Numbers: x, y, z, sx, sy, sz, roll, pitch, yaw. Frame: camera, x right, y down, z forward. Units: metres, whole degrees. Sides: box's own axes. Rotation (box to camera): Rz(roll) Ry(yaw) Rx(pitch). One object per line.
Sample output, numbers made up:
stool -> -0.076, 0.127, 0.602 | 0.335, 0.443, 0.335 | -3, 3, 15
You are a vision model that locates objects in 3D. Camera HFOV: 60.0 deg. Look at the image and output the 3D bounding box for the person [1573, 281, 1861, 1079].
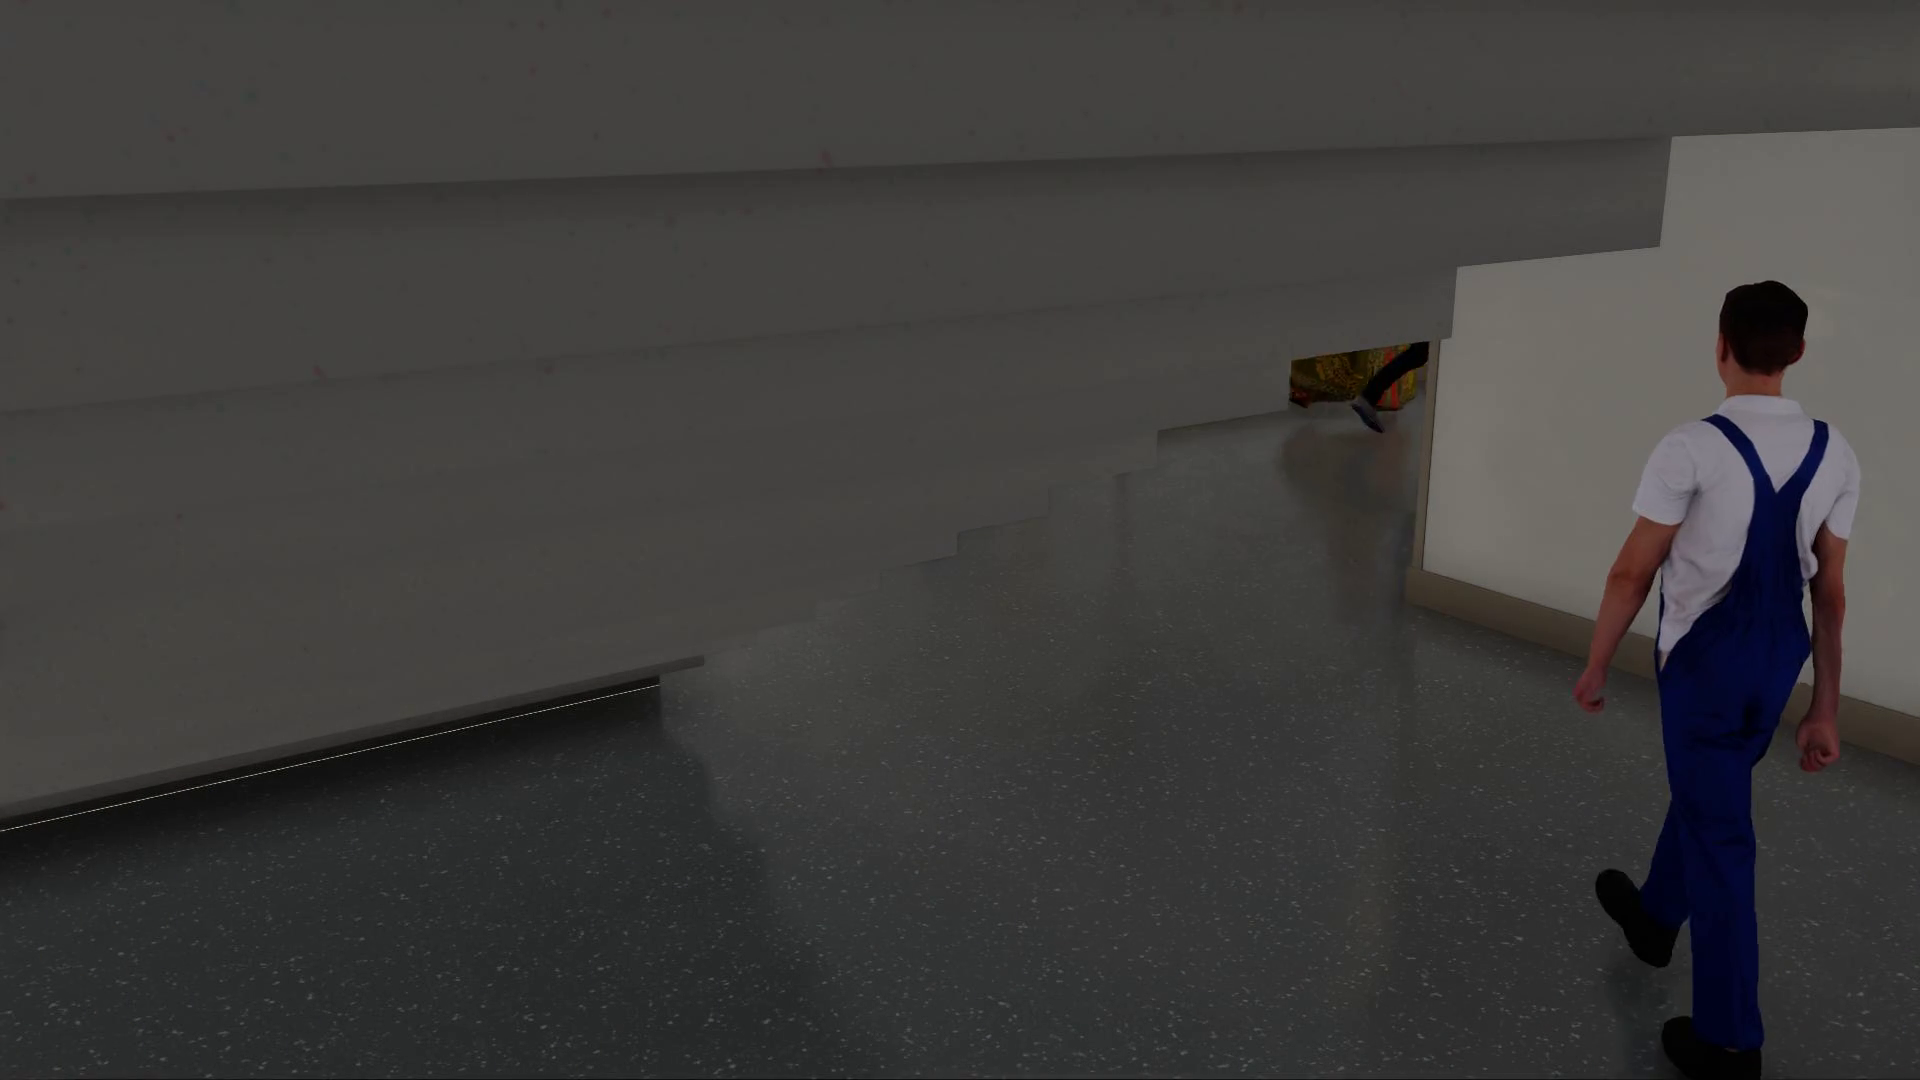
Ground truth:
person -> 1.747, 0.379, 3.695 | 0.963, 1.810, 1.226 | -3, 16, -10
